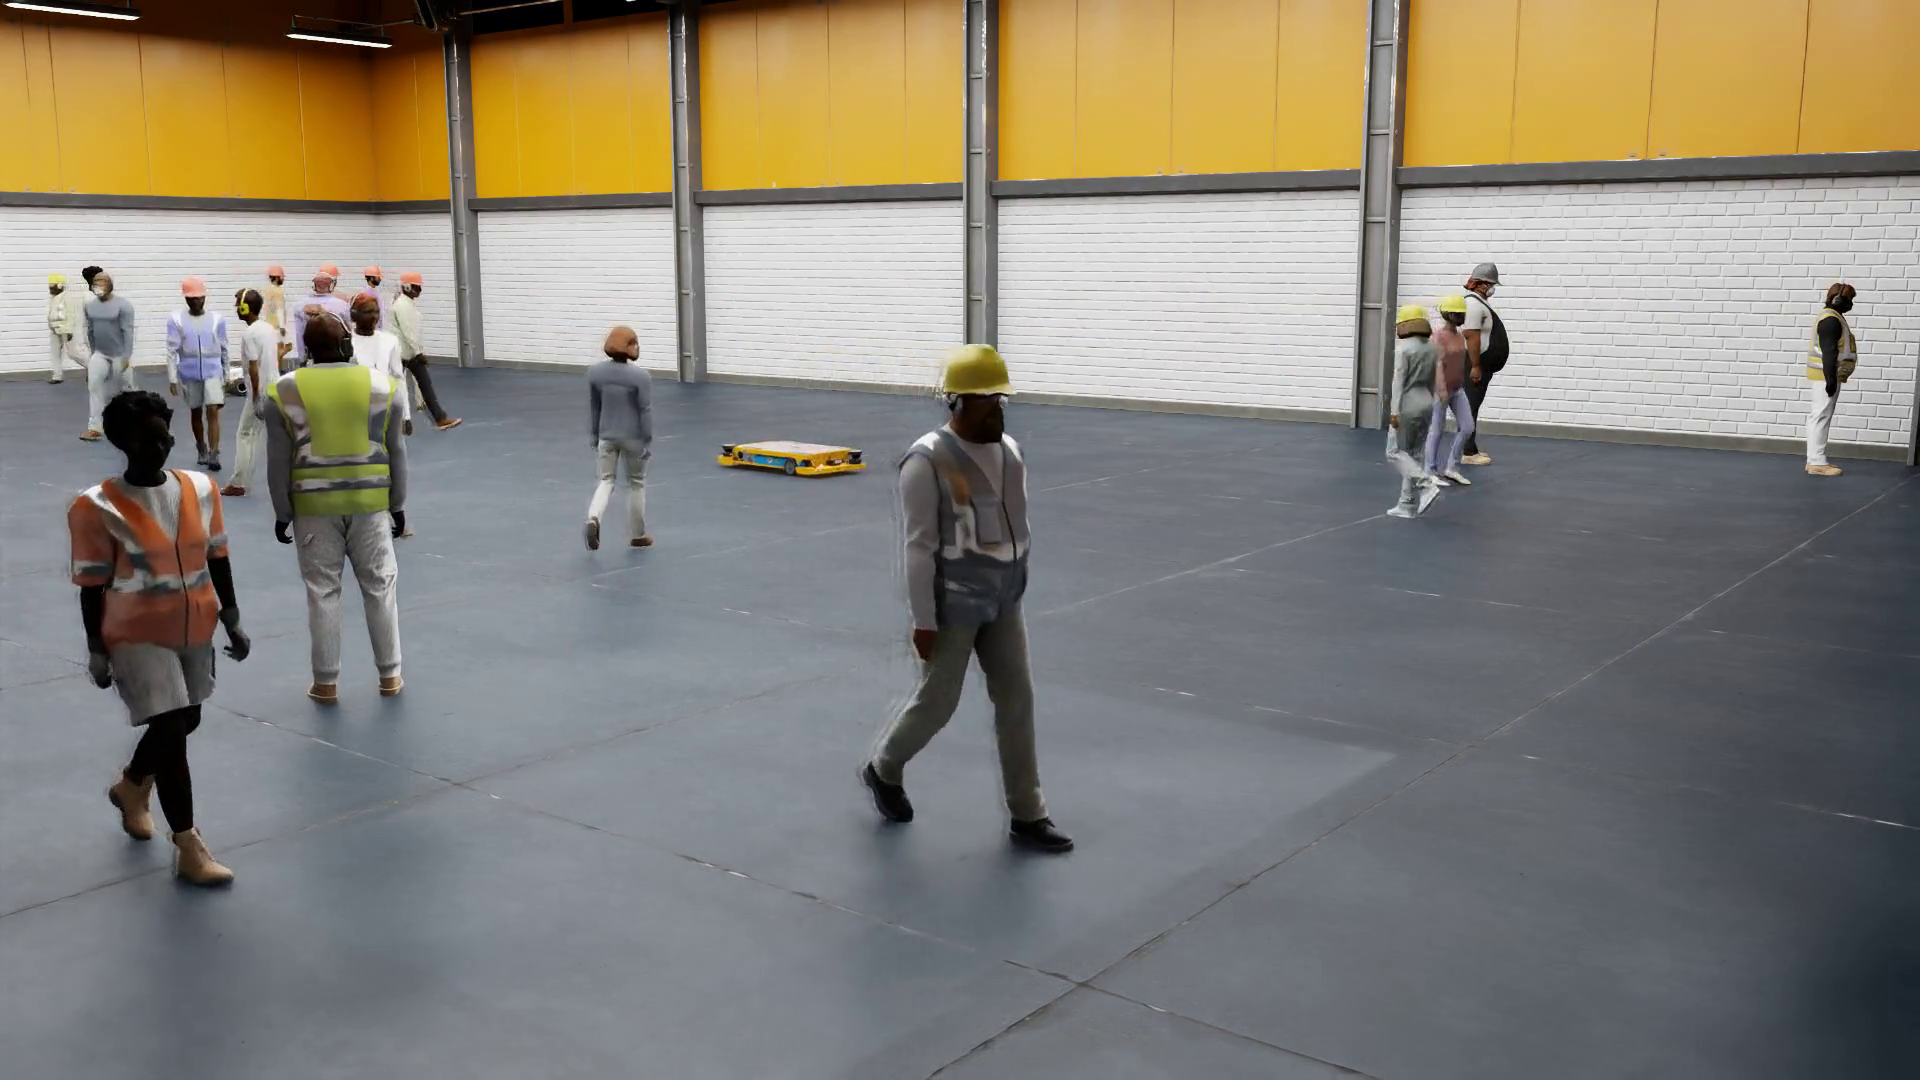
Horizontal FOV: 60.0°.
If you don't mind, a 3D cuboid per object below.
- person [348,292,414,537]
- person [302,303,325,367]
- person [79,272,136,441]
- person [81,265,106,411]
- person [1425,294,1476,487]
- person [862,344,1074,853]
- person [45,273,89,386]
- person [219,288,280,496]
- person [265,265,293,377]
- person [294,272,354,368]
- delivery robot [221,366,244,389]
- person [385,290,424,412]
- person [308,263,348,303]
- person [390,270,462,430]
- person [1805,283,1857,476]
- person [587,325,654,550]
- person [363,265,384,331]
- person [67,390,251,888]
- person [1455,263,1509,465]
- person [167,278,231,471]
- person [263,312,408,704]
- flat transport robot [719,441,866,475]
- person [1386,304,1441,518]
[{"bbox_3d":[-4.509,-0.964,12.647,1.014,1.834,0.592,7,12,36],"label":"person"},{"bbox_3d":[-6.884,-1.787,18.112,0.883,1.589,0.519,-4,10,-21],"label":"person"},{"bbox_3d":[-9.654,-2.057,18.790,0.642,1.903,0.879,2,10,9],"label":"person"},{"bbox_3d":[-11.158,-2.564,21.547,0.361,1.965,0.613,-5,11,-28],"label":"person"},{"bbox_3d":[4.450,-1.337,15.040,0.531,1.751,0.528,-8,12,-38],"label":"person"},{"bbox_3d":[0.011,0.192,5.987,0.852,1.803,0.607,9,13,43],"label":"person"},{"bbox_3d":[-14.479,-3.418,26.965,0.586,1.816,0.737,5,11,27],"label":"person"},{"bbox_3d":[-6.033,-1.265,14.455,0.987,1.818,0.537,2,10,9],"label":"person"},{"bbox_3d":[-11.314,-3.567,27.508,0.496,1.925,0.573,-8,12,-38],"label":"person"},{"bbox_3d":[-7.163,-2.071,18.857,0.655,1.905,0.407,-1,10,-4],"label":"person"},{"bbox_3d":[-10.985,-2.449,24.710,0.707,0.478,0.477,-7,12,-35],"label":"delivery robot"},{"bbox_3d":[-7.405,-2.512,22.214,0.499,1.633,0.282,-7,12,-35],"label":"person"},{"bbox_3d":[-8.276,-2.644,21.928,0.609,1.995,0.378,3,10,15],"label":"person"},{"bbox_3d":[-6.584,-2.229,19.756,1.120,1.928,0.574,0,10,0],"label":"person"},{"bbox_3d":[8.370,-1.545,15.997,0.430,1.838,0.620,5,11,25],"label":"person"},{"bbox_3d":[-2.408,-0.708,11.743,0.510,1.615,0.619,2,10,14],"label":"person"},{"bbox_3d":[-9.302,-3.389,26.445,0.368,1.935,0.545,-4,10,-21],"label":"person"},{"bbox_3d":[-2.784,0.306,5.704,0.801,1.667,0.528,6,11,30],"label":"person"},{"bbox_3d":[5.271,-1.791,16.831,0.535,2.000,0.674,3,10,16],"label":"person"},{"bbox_3d":[-7.501,-1.636,16.409,0.565,1.881,1.012,-4,11,-24],"label":"person"},{"bbox_3d":[-2.930,-0.148,7.857,0.623,1.841,0.430,-5,11,-26],"label":"person"},{"bbox_3d":[-1.653,-0.816,16.299,1.431,0.197,0.652,9,13,41],"label":"flat transport robot"},{"bbox_3d":[3.639,-1.016,13.259,0.534,1.708,0.543,-7,12,-36],"label":"person"}]
